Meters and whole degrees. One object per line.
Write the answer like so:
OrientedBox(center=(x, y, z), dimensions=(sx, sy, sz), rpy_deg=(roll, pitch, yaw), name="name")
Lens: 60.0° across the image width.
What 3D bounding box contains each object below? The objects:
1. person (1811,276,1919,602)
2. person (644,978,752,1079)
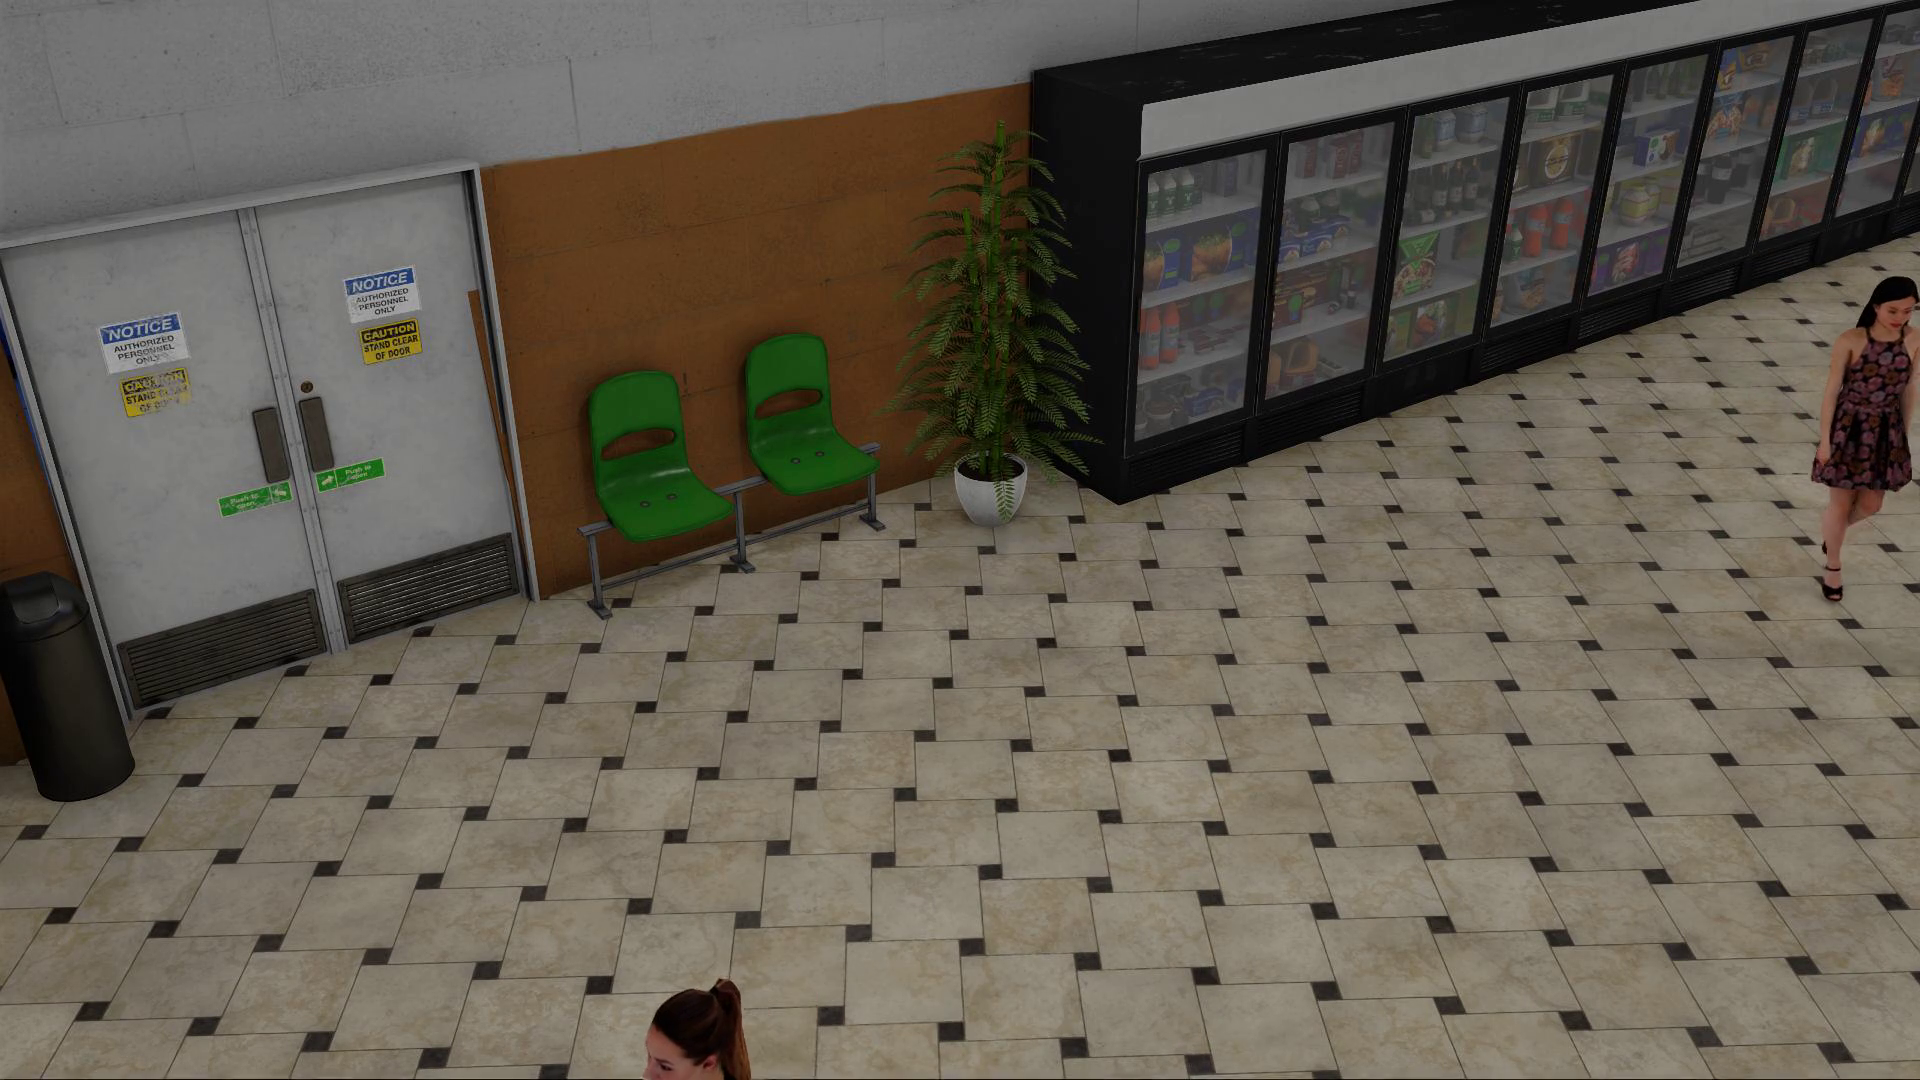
OrientedBox(center=(4.454, -0.520, 8.311), dimensions=(0.882, 1.749, 0.941), rpy_deg=(3, 29, 6), name="person")
OrientedBox(center=(-0.499, 1.766, 4.233), dimensions=(0.785, 1.643, 1.039), rpy_deg=(-25, 37, -38), name="person")
